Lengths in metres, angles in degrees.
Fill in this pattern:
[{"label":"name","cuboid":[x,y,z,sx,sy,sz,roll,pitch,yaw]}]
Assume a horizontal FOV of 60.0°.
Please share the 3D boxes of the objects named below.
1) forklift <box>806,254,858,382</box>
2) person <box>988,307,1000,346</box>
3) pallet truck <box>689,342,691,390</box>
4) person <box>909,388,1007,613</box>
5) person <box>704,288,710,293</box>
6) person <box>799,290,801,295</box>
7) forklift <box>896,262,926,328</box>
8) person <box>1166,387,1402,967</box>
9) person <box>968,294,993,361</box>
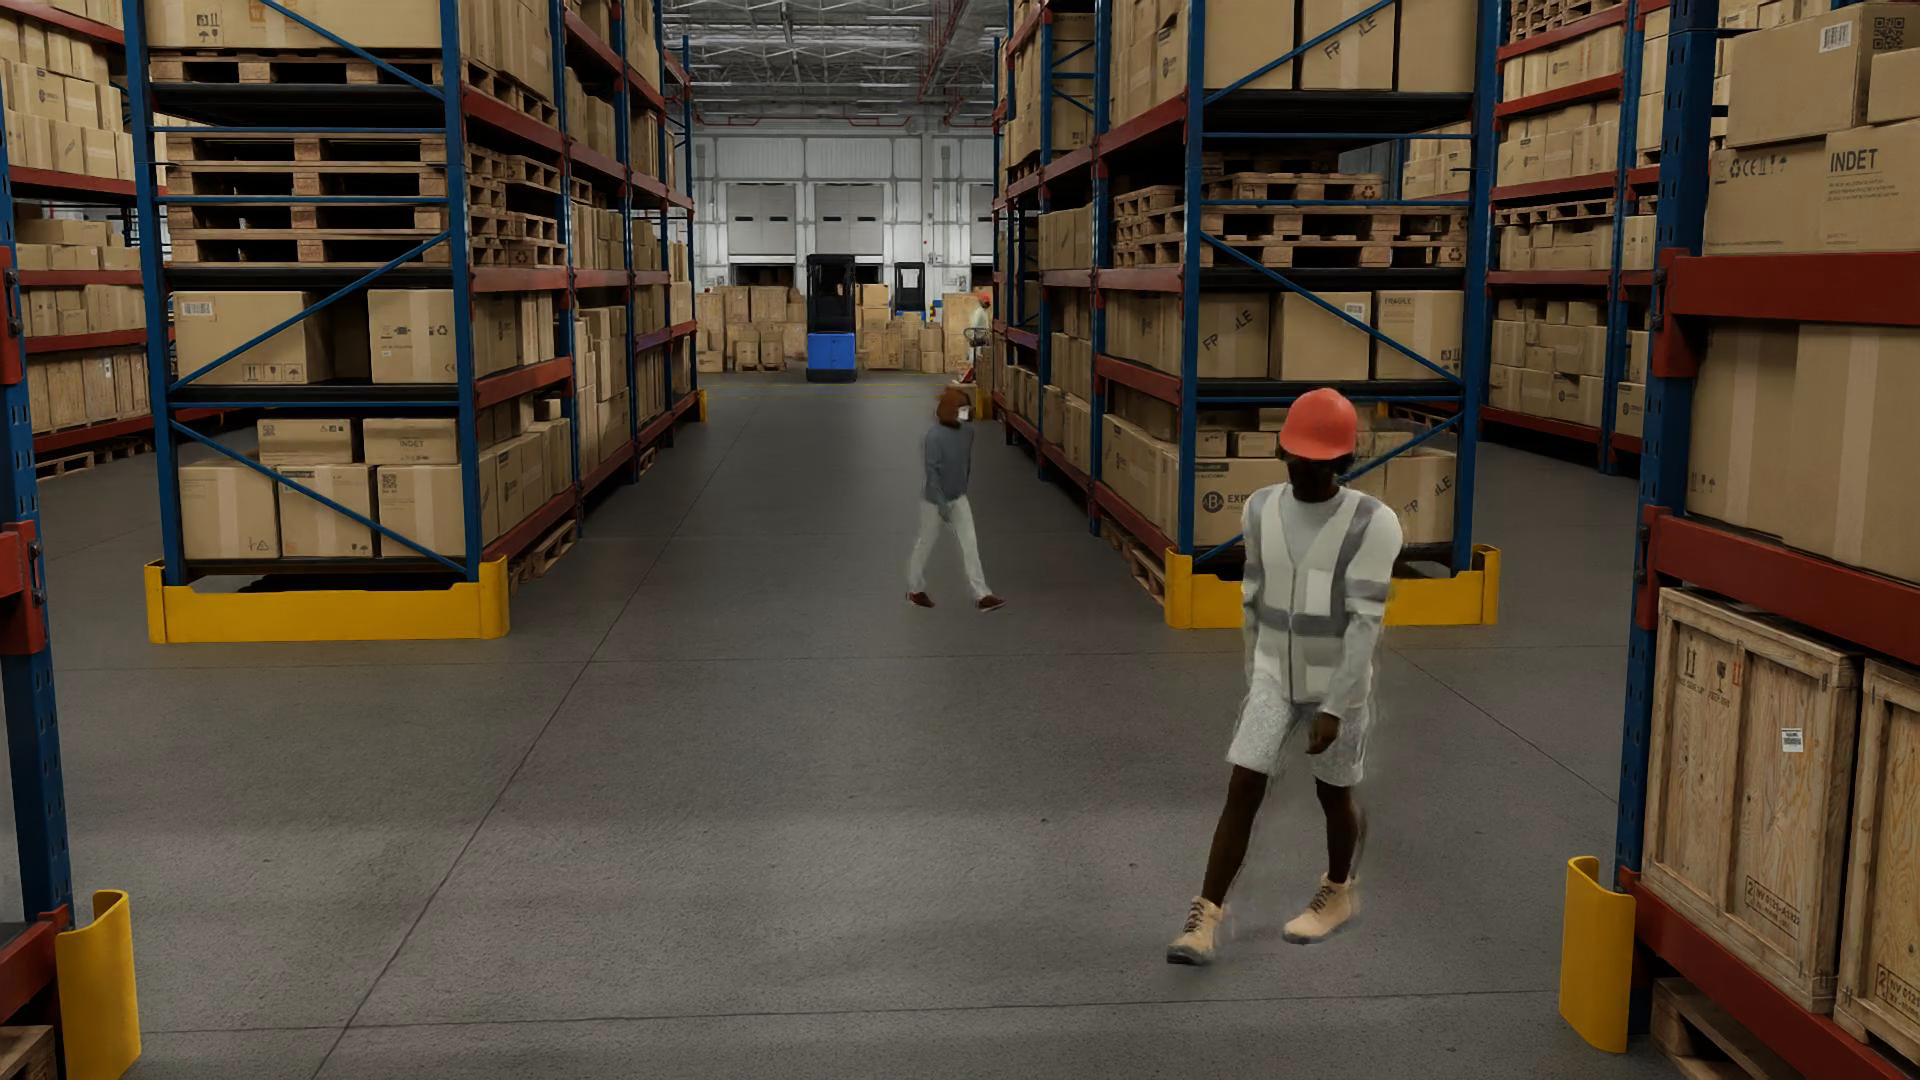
[{"label":"forklift","cuboid":[-2.853,-4.941,36.855,1.129,2.768,1.873,-1,9,-4]},{"label":"person","cuboid":[0.812,-3.388,30.245,0.763,1.879,0.637,-1,9,-6]},{"label":"pallet truck","cuboid":[-5.225,-3.008,27.480,1.885,1.965,0.823,2,9,14]},{"label":"person","cuboid":[-0.055,-0.269,11.569,0.879,1.576,0.496,9,13,44]},{"label":"person","cuboid":[-9.706,-8.784,64.110,0.355,1.883,0.573,0,9,2]},{"label":"person","cuboid":[-5.113,-7.024,53.010,0.987,1.889,0.653,-3,10,-19]},{"label":"forklift","cuboid":[-1.780,-8.547,59.499,1.129,2.768,1.873,-1,9,-4]},{"label":"person","cuboid":[1.128,0.487,5.545,0.612,1.985,0.999,7,12,38]},{"label":"person","cuboid":[0.510,-4.572,37.534,1.048,1.929,0.619,2,9,13]}]
